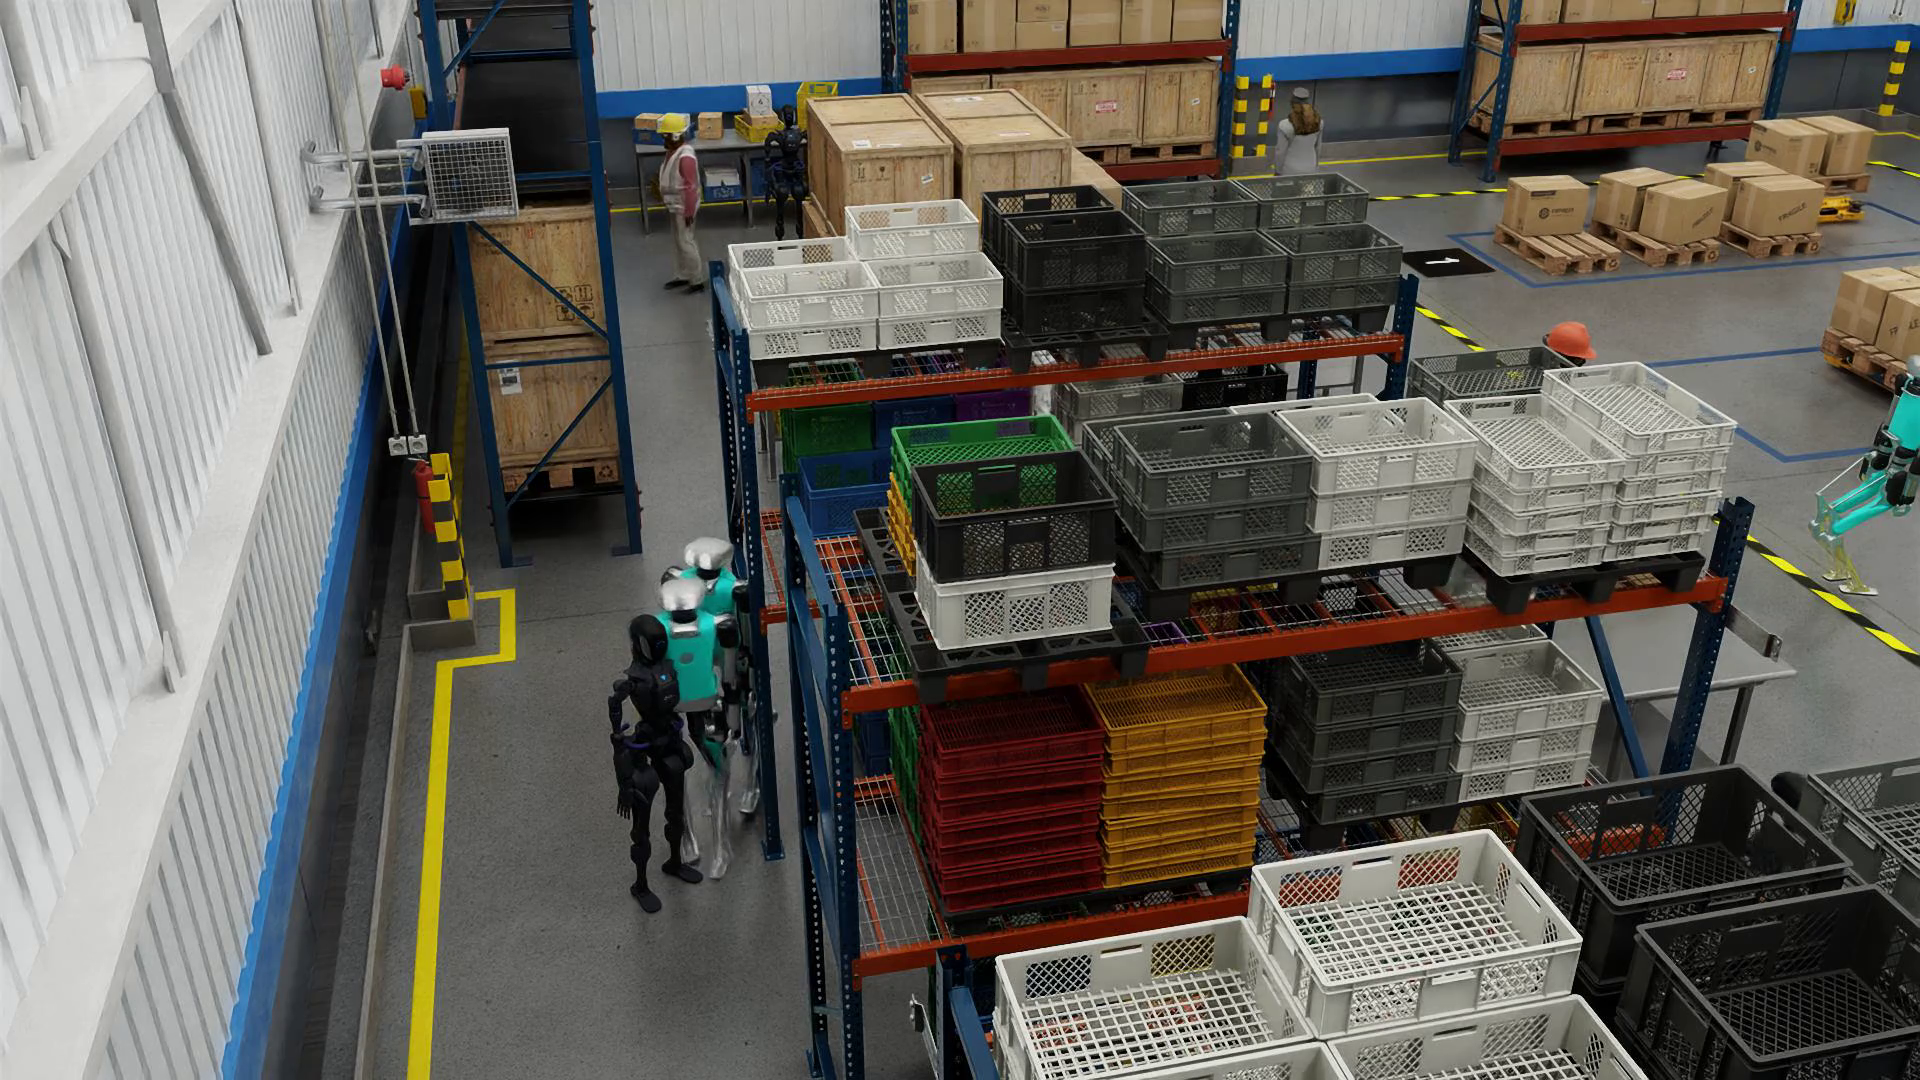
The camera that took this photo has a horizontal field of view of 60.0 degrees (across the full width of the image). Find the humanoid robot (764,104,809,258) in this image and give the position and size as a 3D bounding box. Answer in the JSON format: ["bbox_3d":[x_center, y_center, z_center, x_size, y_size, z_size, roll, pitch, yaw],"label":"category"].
[{"bbox_3d":[-1.804,-3.826,17.779,0.599,1.657,0.315,-9,29,-16],"label":"humanoid robot"}]

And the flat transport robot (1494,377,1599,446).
[{"bbox_3d":[4.780,-1.036,14.013,0.659,0.231,1.431,-6,28,-12],"label":"flat transport robot"}]

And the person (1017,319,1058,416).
[{"bbox_3d":[0.575,-1.258,12.699,0.358,1.885,0.572,4,28,8],"label":"person"}]

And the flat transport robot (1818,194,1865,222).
[{"bbox_3d":[10.000,-4.097,19.789,0.652,0.197,1.431,-6,28,-12],"label":"flat transport robot"}]

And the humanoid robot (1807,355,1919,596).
[{"bbox_3d":[6.062,-0.426,11.140,0.735,1.673,0.533,-1,28,-2],"label":"humanoid robot"}]

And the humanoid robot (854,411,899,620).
[{"bbox_3d":[-0.495,-0.223,10.975,0.667,1.633,0.610,-1,28,-2],"label":"humanoid robot"}]

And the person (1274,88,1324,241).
[{"bbox_3d":[3.647,-4.005,18.041,0.563,1.763,0.404,-10,29,-19],"label":"person"}]

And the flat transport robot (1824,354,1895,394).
[{"bbox_3d":[8.473,-1.467,14.800,0.652,0.197,1.431,-6,28,-12],"label":"flat transport robot"}]

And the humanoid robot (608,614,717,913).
[{"bbox_3d":[-1.523,1.100,8.432,0.315,1.657,0.599,22,35,36],"label":"humanoid robot"}]

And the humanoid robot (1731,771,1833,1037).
[{"bbox_3d":[3.525,1.755,7.220,0.598,1.642,0.415,-5,28,-9],"label":"humanoid robot"}]

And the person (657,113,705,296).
[{"bbox_3d":[-2.825,-3.395,16.813,0.404,1.832,0.598,-12,30,-22],"label":"person"}]

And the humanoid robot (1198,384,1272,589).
[{"bbox_3d":[1.637,-0.288,11.015,1.023,1.715,0.533,21,34,34],"label":"humanoid robot"}]

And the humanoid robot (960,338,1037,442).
[{"bbox_3d":[0.300,-0.503,11.322,0.532,1.692,0.733,-4,28,-8],"label":"humanoid robot"}]

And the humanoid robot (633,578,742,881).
[{"bbox_3d":[-1.408,0.914,8.729,0.547,1.785,0.681,-5,28,-9],"label":"humanoid robot"}]

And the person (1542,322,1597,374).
[{"bbox_3d":[3.891,-0.490,11.085,0.396,2.035,0.601,16,32,28],"label":"person"}]

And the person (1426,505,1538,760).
[{"bbox_3d":[3.032,0.342,9.645,0.625,1.898,0.722,-12,30,-22],"label":"person"}]

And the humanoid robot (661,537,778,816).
[{"bbox_3d":[-1.240,0.702,9.109,0.536,1.772,0.687,8,29,14],"label":"humanoid robot"}]
